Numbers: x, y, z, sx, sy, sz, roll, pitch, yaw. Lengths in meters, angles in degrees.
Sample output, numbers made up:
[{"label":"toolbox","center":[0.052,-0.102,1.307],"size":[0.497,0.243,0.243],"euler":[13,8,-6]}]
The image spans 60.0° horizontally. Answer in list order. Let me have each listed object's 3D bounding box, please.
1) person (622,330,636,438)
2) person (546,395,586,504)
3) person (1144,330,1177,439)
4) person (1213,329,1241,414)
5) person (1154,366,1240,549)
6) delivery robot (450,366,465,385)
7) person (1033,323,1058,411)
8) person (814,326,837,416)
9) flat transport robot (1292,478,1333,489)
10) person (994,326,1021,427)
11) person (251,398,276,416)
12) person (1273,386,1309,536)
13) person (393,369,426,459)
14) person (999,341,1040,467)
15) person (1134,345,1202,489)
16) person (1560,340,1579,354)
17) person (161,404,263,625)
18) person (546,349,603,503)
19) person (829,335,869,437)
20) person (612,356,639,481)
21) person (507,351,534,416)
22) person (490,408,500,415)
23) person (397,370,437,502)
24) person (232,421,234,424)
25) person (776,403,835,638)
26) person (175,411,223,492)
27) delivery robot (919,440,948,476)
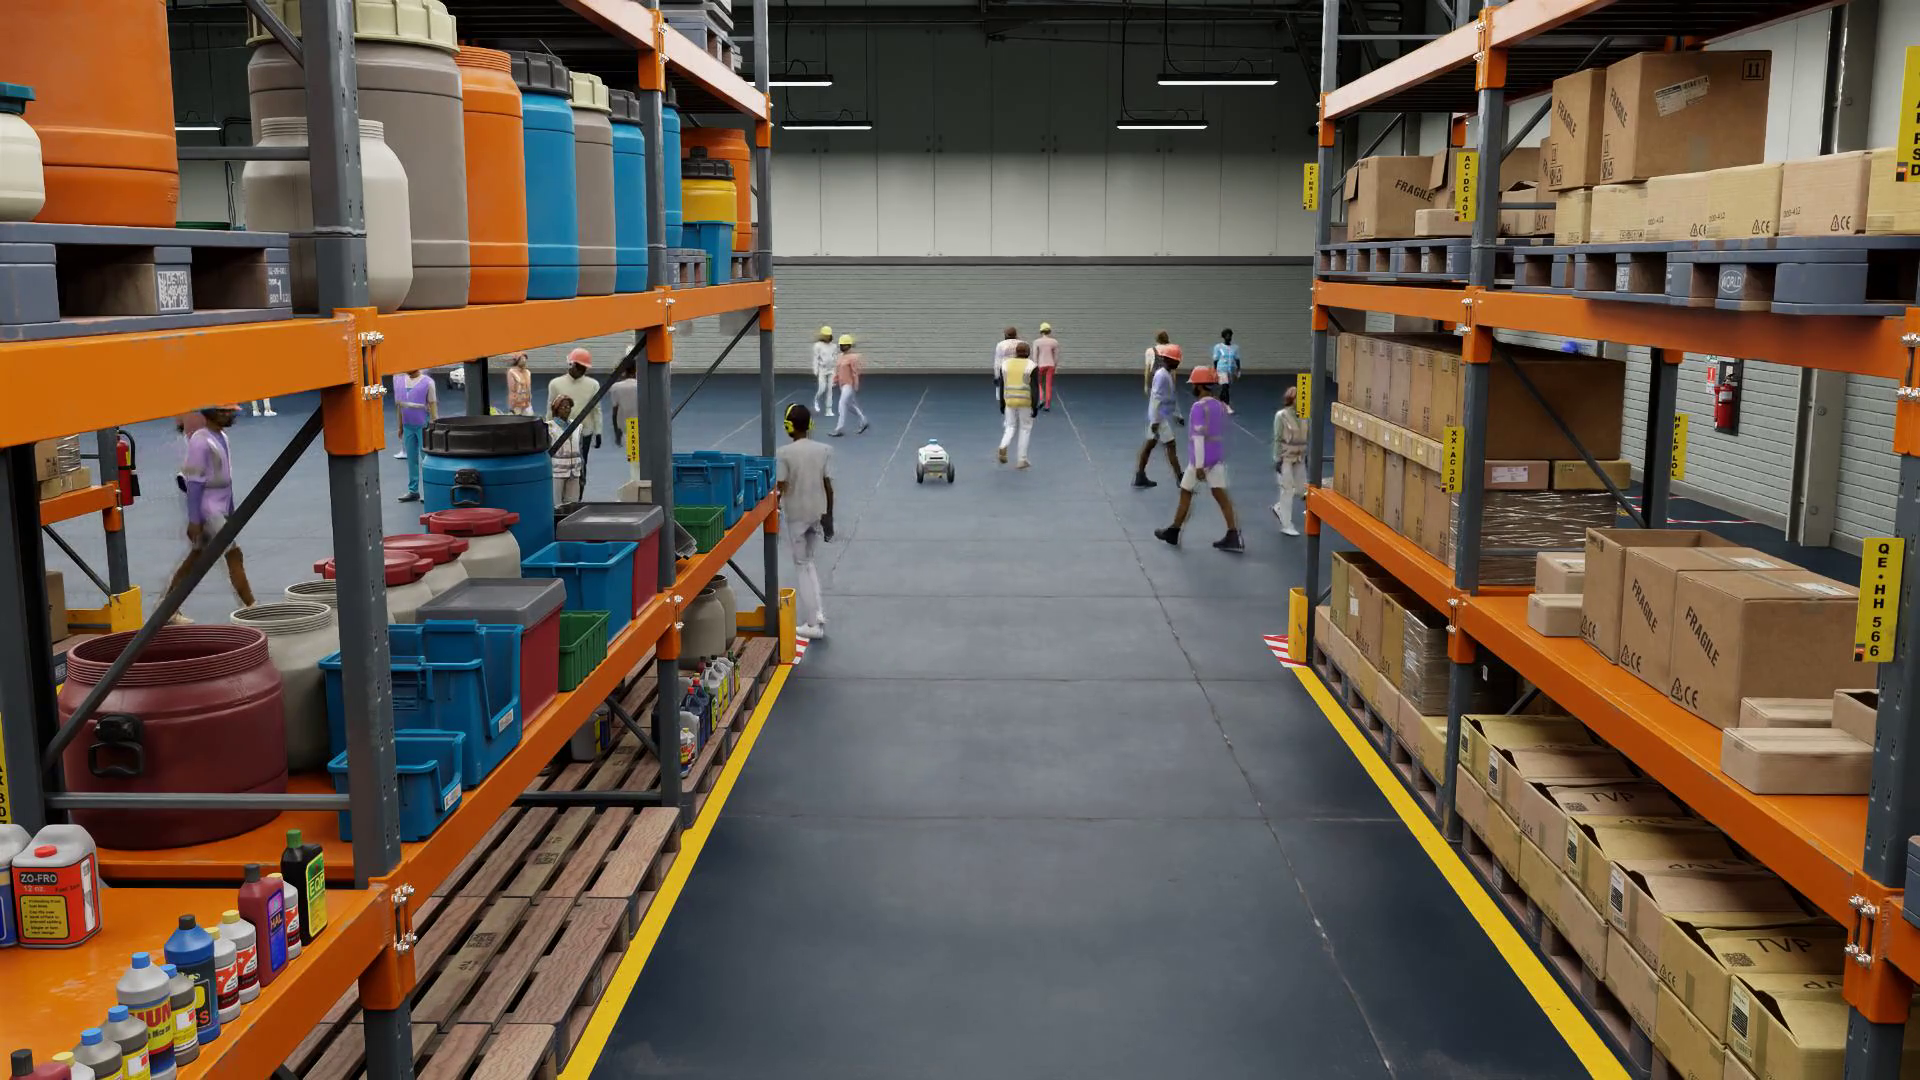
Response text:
[{"label":"person","center":[-5.453,-2.717,28.422],"size":[0.650,1.878,0.890],"euler":[9,13,42]},{"label":"person","center":[-3.968,-0.636,16.653],"size":[0.310,1.638,0.522],"euler":[7,12,37]},{"label":"person","center":[3.378,-2.614,27.939],"size":[0.536,1.826,0.425],"euler":[3,10,18]},{"label":"person","center":[5.236,-3.329,32.741],"size":[0.541,1.657,0.857],"euler":[-3,10,-19]},{"label":"person","center":[2.508,-0.857,17.247],"size":[1.020,1.884,0.563],"euler":[8,12,39]},{"label":"delivery robot","center":[-11.640,-3.825,38.846],"size":[0.477,0.478,0.707],"euler":[-7,12,-36]},{"label":"person","center":[1.705,-3.468,33.274],"size":[0.540,1.748,0.434],"euler":[-2,10,-11]},{"label":"person","center":[-2.598,-3.270,32.136],"size":[0.502,1.727,0.478],"euler":[-6,11,-34]},{"label":"flat transport robot","center":[4.640,-0.611,20.720],"size":[0.652,0.197,1.431],"euler":[-3,10,-16]},{"label":"person","center":[0.910,-2.914,29.751],"size":[0.639,1.823,0.536],"euler":[-6,11,-34]},{"label":"person","center":[-13.515,-3.325,32.077],"size":[0.508,1.872,0.329],"euler":[1,10,4]},{"label":"person","center":[3.572,-0.870,18.108],"size":[0.517,1.625,0.439],"euler":[-6,11,-31]},{"label":"person","center":[-8.243,-2.162,25.045],"size":[0.620,1.894,0.648],"euler":[3,10,20]},{"label":"person","center":[0.832,-1.945,23.953],"size":[0.651,1.820,0.572],"euler":[5,11,29]},{"label":"person","center":[2.731,-1.602,21.705],"size":[0.967,1.874,0.579],"euler":[2,10,13]},{"label":"person","center":[8.288,-1.730,22.410],"size":[0.627,1.900,0.617],"euler":[-2,10,-9]},{"label":"person","center":[-6.049,-0.251,13.382],"size":[1.049,1.984,0.633],"euler":[-2,10,-13]},{"label":"person","center":[-4.477,-1.239,19.373],"size":[0.655,1.936,0.945],"euler":[-3,10,-19]},{"label":"person","center":[-1.901,-2.671,28.567],"size":[0.868,1.728,0.522],"euler":[-7,11,-34]},{"label":"person","center":[-3.851,-1.268,19.816],"size":[0.566,1.842,0.430],"euler":[1,10,6]},{"label":"person","center":[-6.724,-2.064,25.268],"size":[0.682,1.619,0.521],"euler":[5,11,27]},{"label":"person","center":[-3.717,-0.160,13.285],"size":[0.447,1.813,0.596],"euler":[0,9,-1]},{"label":"person","center":[-6.722,-1.401,20.621],"size":[0.566,1.846,0.387],"euler":[4,10,23]},{"label":"person","center":[-13.610,-3.081,30.459],"size":[0.653,1.914,0.572],"euler":[2,10,10]},{"label":"person","center":[-1.279,-0.152,13.139],"size":[0.498,1.850,0.522],"euler":[-9,13,-42]},{"label":"person","center":[-9.656,-1.499,21.077],"size":[0.662,1.887,0.549],"euler":[2,10,13]},{"label":"delivery robot","center":[-0.362,-1.122,22.657],"size":[0.477,0.478,0.707],"euler":[-1,10,-7]}]
